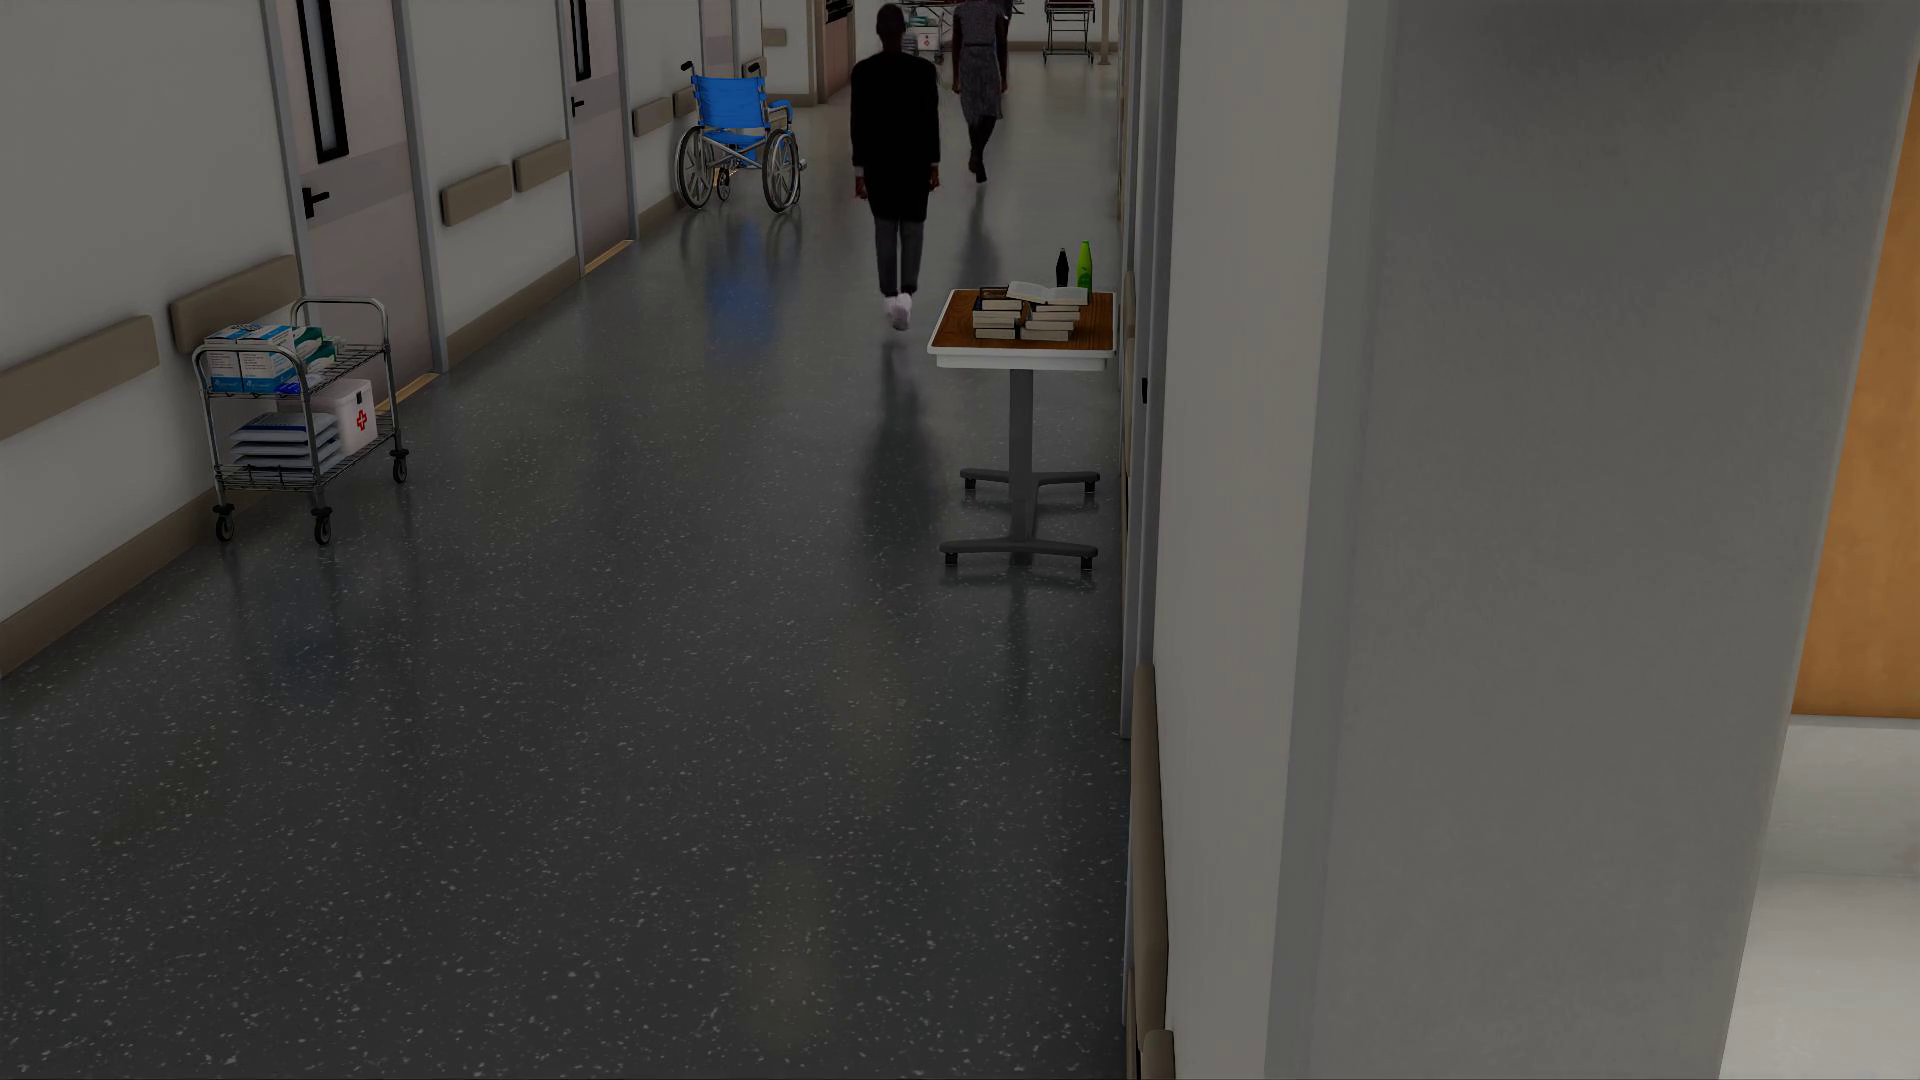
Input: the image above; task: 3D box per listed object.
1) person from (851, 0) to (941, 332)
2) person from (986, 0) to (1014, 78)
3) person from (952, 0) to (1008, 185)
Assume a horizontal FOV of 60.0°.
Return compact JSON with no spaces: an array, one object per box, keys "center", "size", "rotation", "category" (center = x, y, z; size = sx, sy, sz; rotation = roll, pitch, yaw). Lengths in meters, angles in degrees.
[{"center":[-0.347,-2.012,9.151],"size":[0.680,1.731,1.132],"rotation":[1,21,2],"category":"person"},{"center":[0.480,-7.303,23.312],"size":[0.763,1.597,0.774],"rotation":[-6,21,-14],"category":"person"},{"center":[0.150,-3.834,13.907],"size":[0.660,1.770,0.965],"rotation":[3,21,8],"category":"person"}]
